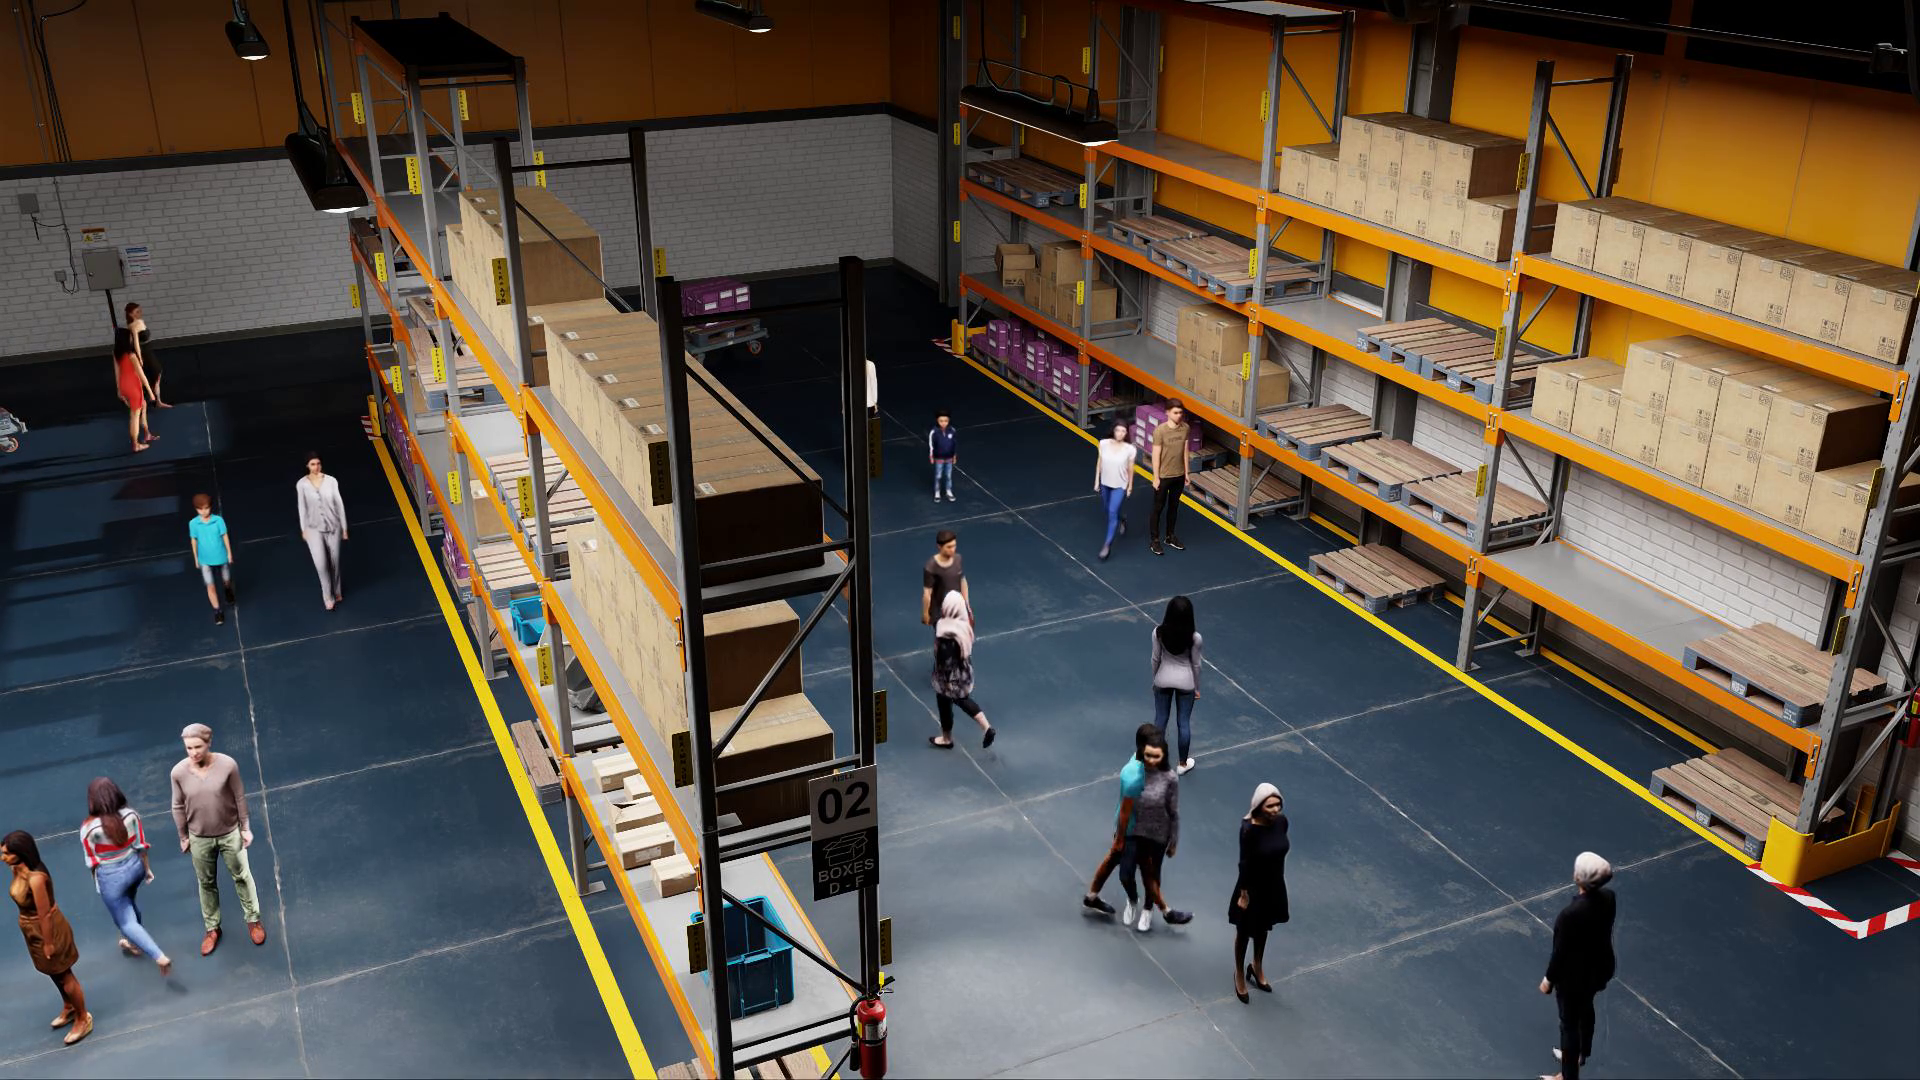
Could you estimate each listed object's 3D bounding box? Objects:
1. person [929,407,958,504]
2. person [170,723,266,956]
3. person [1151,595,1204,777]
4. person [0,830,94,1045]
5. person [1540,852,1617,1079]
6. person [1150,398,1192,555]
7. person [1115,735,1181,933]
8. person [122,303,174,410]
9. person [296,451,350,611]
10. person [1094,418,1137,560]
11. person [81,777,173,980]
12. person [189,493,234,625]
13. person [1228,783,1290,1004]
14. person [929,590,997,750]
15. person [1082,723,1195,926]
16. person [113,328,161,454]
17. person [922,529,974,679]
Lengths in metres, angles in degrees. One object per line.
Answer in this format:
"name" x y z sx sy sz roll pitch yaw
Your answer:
"person" -0.203 -1.080 20.847 0.558 1.221 0.548 -5 24 -11
"person" -5.602 2.204 12.518 0.688 1.875 0.629 -8 25 -17
"person" 1.908 1.288 14.791 0.680 1.734 0.736 8 25 17
"person" -6.344 2.731 11.549 0.582 1.686 0.693 18 30 36
"person" 3.987 2.733 10.534 0.769 1.775 0.672 -14 27 -28
"person" 2.436 -0.770 19.350 0.663 1.852 0.566 -12 26 -25
"person" 1.446 2.191 12.744 0.754 1.719 0.801 7 24 15
"person" -11.808 -2.613 23.873 0.806 1.607 0.892 -4 24 -8
"person" -6.927 -0.155 18.061 0.627 1.757 0.743 -12 26 -26
"person" 1.812 -0.636 19.289 1.080 1.656 1.081 12 26 26
"person" -6.099 2.509 12.191 1.115 1.579 0.933 14 27 29
"person" -7.980 0.151 17.769 0.543 1.431 0.837 -9 25 -20
"person" 2.161 2.517 11.963 0.611 1.747 0.583 -13 27 -28
"person" 0.030 1.217 15.094 1.013 1.620 0.900 13 27 28
"person" 1.238 2.179 12.757 1.189 1.729 1.127 9 25 19
"person" -11.177 -1.979 22.305 0.845 1.701 0.897 11 26 24
"person" -0.204 0.639 16.324 0.760 1.694 0.724 20 31 39
